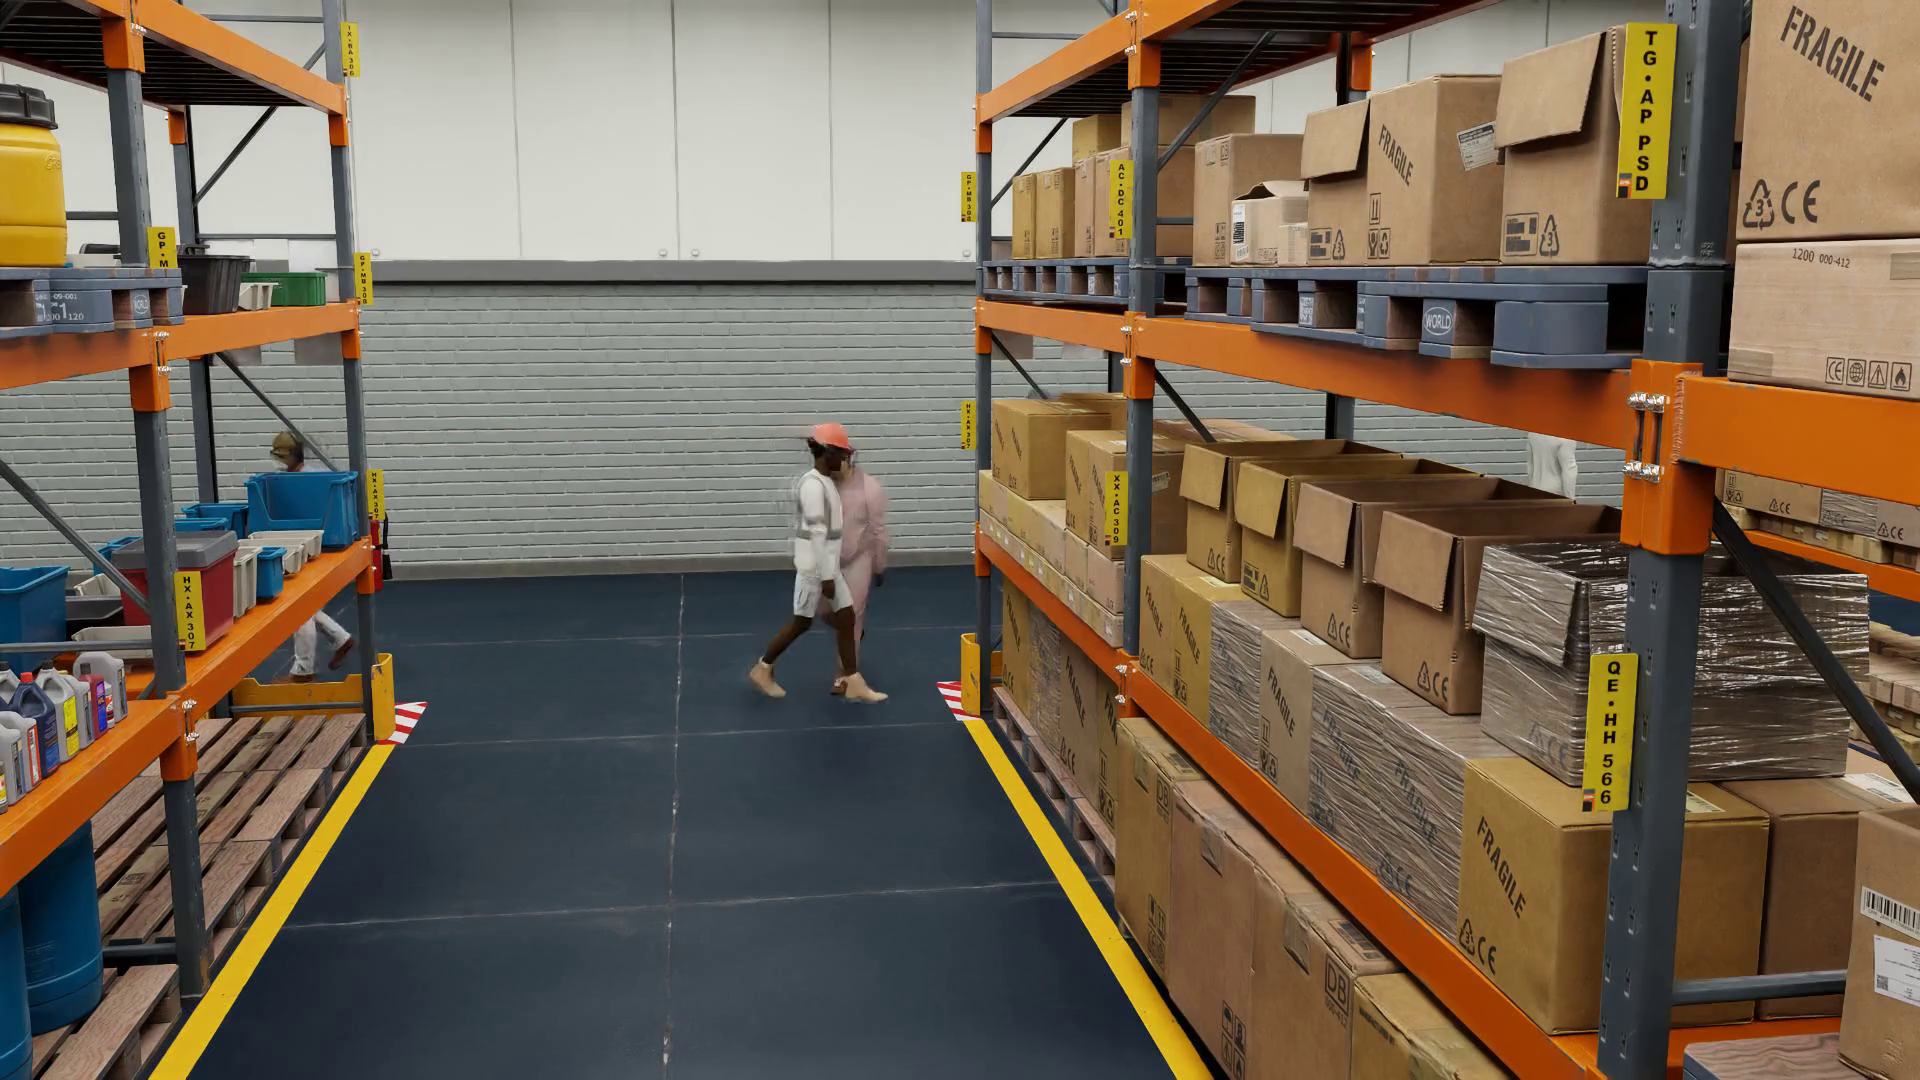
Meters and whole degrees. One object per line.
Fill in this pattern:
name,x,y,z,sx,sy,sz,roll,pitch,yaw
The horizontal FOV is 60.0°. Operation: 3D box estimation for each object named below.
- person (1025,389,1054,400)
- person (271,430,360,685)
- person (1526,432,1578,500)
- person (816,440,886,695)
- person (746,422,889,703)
person,0.675,-0.320,14.471,0.545,2.000,0.694,0,9,-1
person,-4.700,0.135,12.056,0.574,1.911,0.678,-8,12,-39
person,5.467,-0.409,15.335,0.364,1.939,0.636,-3,10,-15
person,-0.815,0.141,12.157,0.664,1.872,0.778,3,10,20
person,-1.035,0.172,11.673,1.030,1.986,0.640,2,9,12
